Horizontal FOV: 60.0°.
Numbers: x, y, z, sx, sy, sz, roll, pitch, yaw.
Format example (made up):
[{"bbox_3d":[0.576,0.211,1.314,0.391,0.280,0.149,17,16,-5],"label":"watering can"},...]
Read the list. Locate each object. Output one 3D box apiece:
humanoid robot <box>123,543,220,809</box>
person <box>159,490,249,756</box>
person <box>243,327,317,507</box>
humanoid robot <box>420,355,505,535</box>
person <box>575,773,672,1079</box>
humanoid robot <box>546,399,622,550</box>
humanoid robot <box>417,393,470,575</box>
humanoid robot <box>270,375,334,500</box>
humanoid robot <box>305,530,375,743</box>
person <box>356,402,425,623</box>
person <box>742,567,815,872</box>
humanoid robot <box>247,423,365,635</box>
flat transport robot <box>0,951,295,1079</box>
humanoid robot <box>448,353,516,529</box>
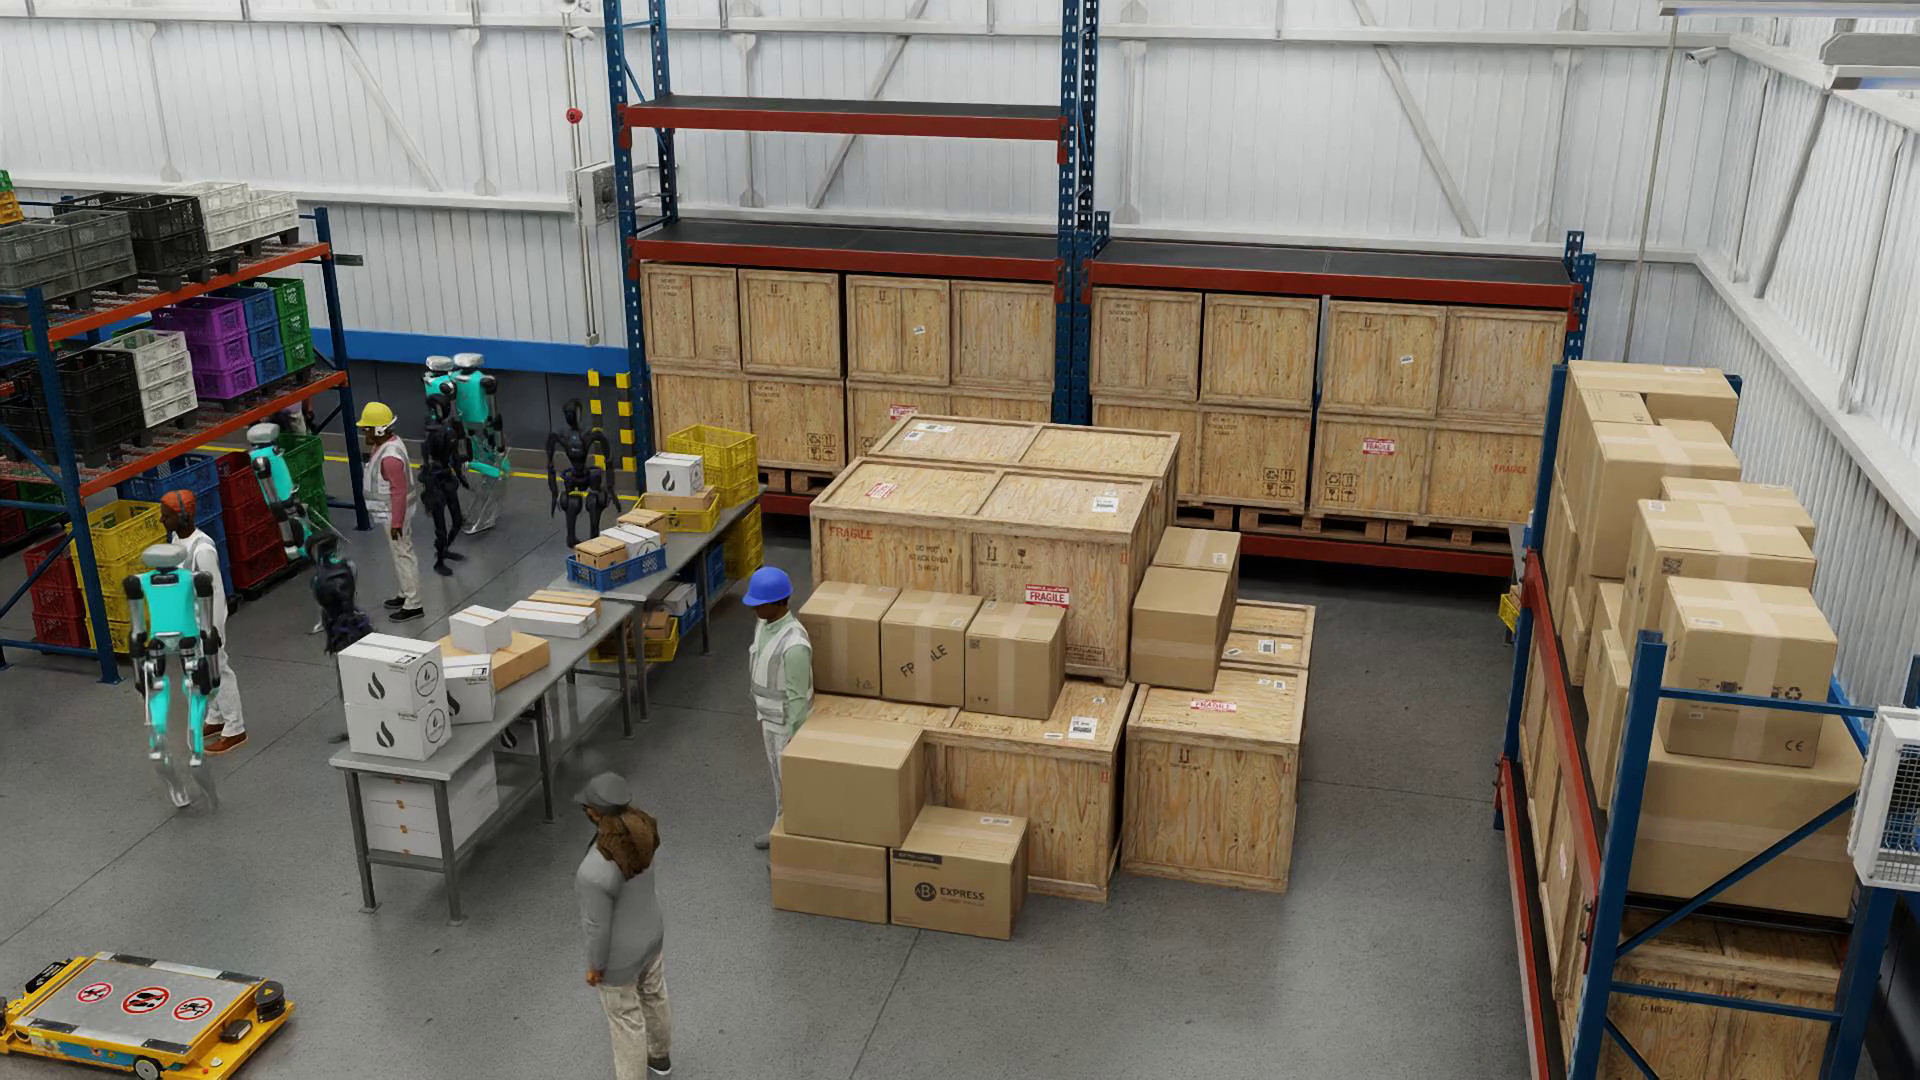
[{"bbox_3d":[-4.966,0.987,10.474,0.535,1.806,0.841,-3,21,-7],"label":"humanoid robot"},{"bbox_3d":[-5.179,0.552,11.338,0.345,1.882,0.583,-18,27,-39],"label":"person"},{"bbox_3d":[-6.511,-1.274,15.901,0.612,2.039,0.385,-9,23,-21],"label":"person"},{"bbox_3d":[-4.450,-0.898,15.151,0.735,1.677,0.533,-17,27,-37],"label":"humanoid robot"},{"bbox_3d":[-1.603,1.911,7.946,0.397,1.766,0.564,7,22,18],"label":"person"},{"bbox_3d":[-3.199,-0.429,14.204,0.601,1.645,0.413,-2,21,-6],"label":"humanoid robot"},{"bbox_3d":[-4.512,-0.505,14.391,0.439,1.635,0.608,4,21,11],"label":"humanoid robot"},{"bbox_3d":[-6.389,-1.103,15.945,0.363,1.648,0.584,1,21,4],"label":"humanoid robot"},{"bbox_3d":[-4.158,0.690,11.266,0.314,1.638,0.598,-17,27,-37],"label":"humanoid robot"},{"bbox_3d":[-4.601,-0.232,13.462,0.403,1.831,0.593,-8,22,-20],"label":"person"},{"bbox_3d":[-1.071,1.054,9.957,0.411,1.939,0.602,-9,23,-23],"label":"person"},{"bbox_3d":[-5.076,-0.087,13.223,0.878,1.772,0.579,-4,21,-10],"label":"humanoid robot"},{"bbox_3d":[-4.270,2.464,8.601,1.431,0.231,0.659,5,22,13],"label":"flat transport robot"},{"bbox_3d":[-4.387,-0.933,15.459,0.532,1.782,0.795,5,21,12],"label":"humanoid robot"}]
